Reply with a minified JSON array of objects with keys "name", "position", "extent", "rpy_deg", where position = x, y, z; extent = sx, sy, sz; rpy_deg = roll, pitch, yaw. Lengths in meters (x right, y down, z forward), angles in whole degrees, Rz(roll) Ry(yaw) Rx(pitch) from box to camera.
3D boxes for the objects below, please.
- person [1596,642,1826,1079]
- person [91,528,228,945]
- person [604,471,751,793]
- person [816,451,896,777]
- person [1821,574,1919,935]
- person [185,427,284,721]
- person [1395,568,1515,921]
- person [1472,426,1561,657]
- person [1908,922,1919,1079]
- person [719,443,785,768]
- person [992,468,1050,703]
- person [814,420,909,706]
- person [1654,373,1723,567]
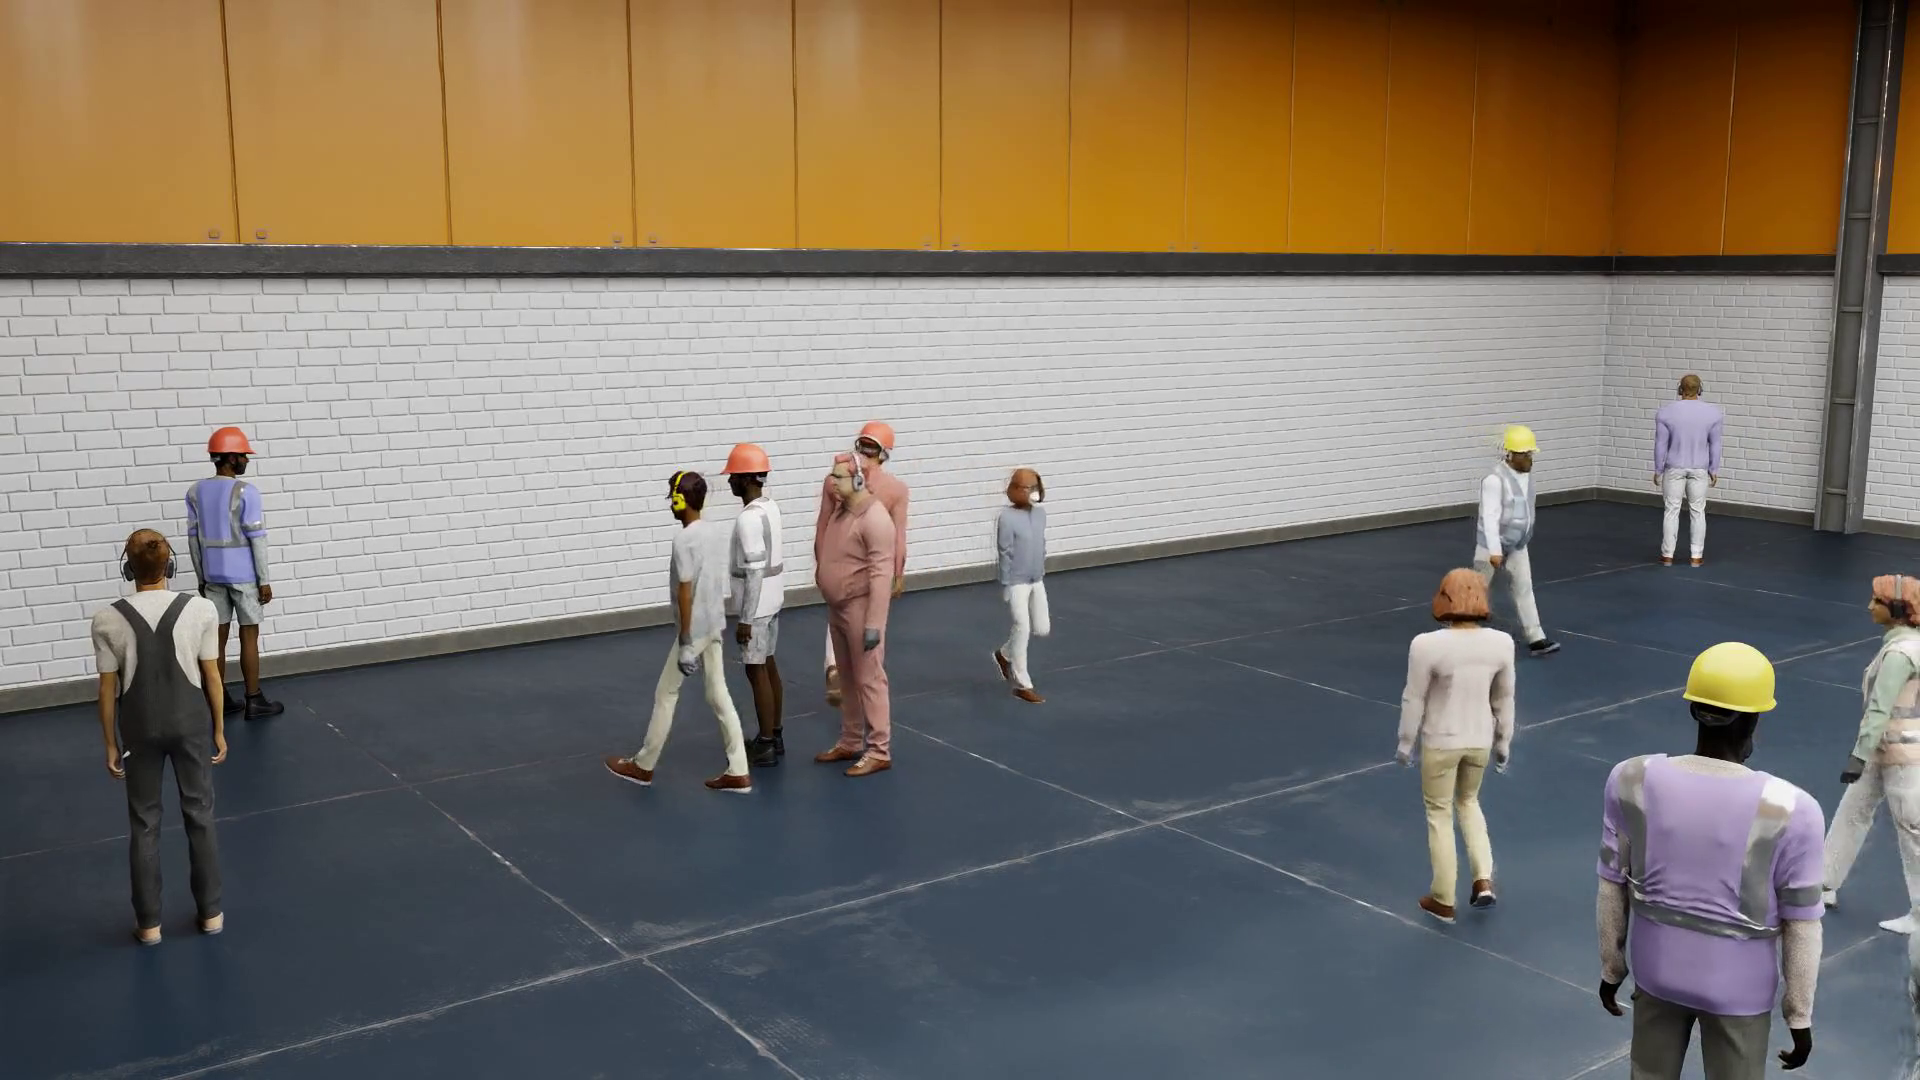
[{"name":"person","position":[2.110,1.235,4.715],"extent":[0.594,1.926,0.366],"rpy_deg":[8,12,40]},{"name":"person","position":[-3.502,0.861,7.324],"extent":[0.501,1.839,0.342],"rpy_deg":[-4,10,-23]},{"name":"person","position":[-1.591,0.524,9.421],"extent":[0.934,1.819,0.537],"rpy_deg":[4,10,22]},{"name":"person","position":[-0.632,0.427,9.769],"extent":[0.404,1.905,0.648],"rpy_deg":[-5,10,-27]},{"name":"person","position":[4.065,0.950,7.439],"extent":[0.774,1.605,0.525],"rpy_deg":[5,11,29]},{"name":"person","position":[-4.771,0.221,10.947],"extent":[0.552,1.932,0.363],"rpy_deg":[2,10,14]},{"name":"person","position":[2.232,0.928,7.557],"extent":[0.505,1.624,0.338],"rpy_deg":[-2,9,-13]},{"name":"person","position":[4.189,0.009,12.740],"extent":[0.615,1.770,0.979],"rpy_deg":[-6,11,-34]},{"name":"person","position":[3.060,1.294,5.000],"extent":[0.517,1.706,0.435],"rpy_deg":[-9,13,-44]},{"name":"person","position":[-1.241,0.388,9.909],"extent":[0.366,1.935,0.552],"rpy_deg":[1,9,7]},{"name":"person","position":[0.401,0.301,11.432],"extent":[0.477,1.620,0.504],"rpy_deg":[9,13,42]},{"name":"person","position":[-0.683,0.181,11.162],"extent":[0.656,1.954,0.719],"rpy_deg":[2,9,11]},{"name":"person","position":[7.231,-0.692,16.574],"extent":[0.630,1.938,0.373],"rpy_deg":[3,10,16]}]
